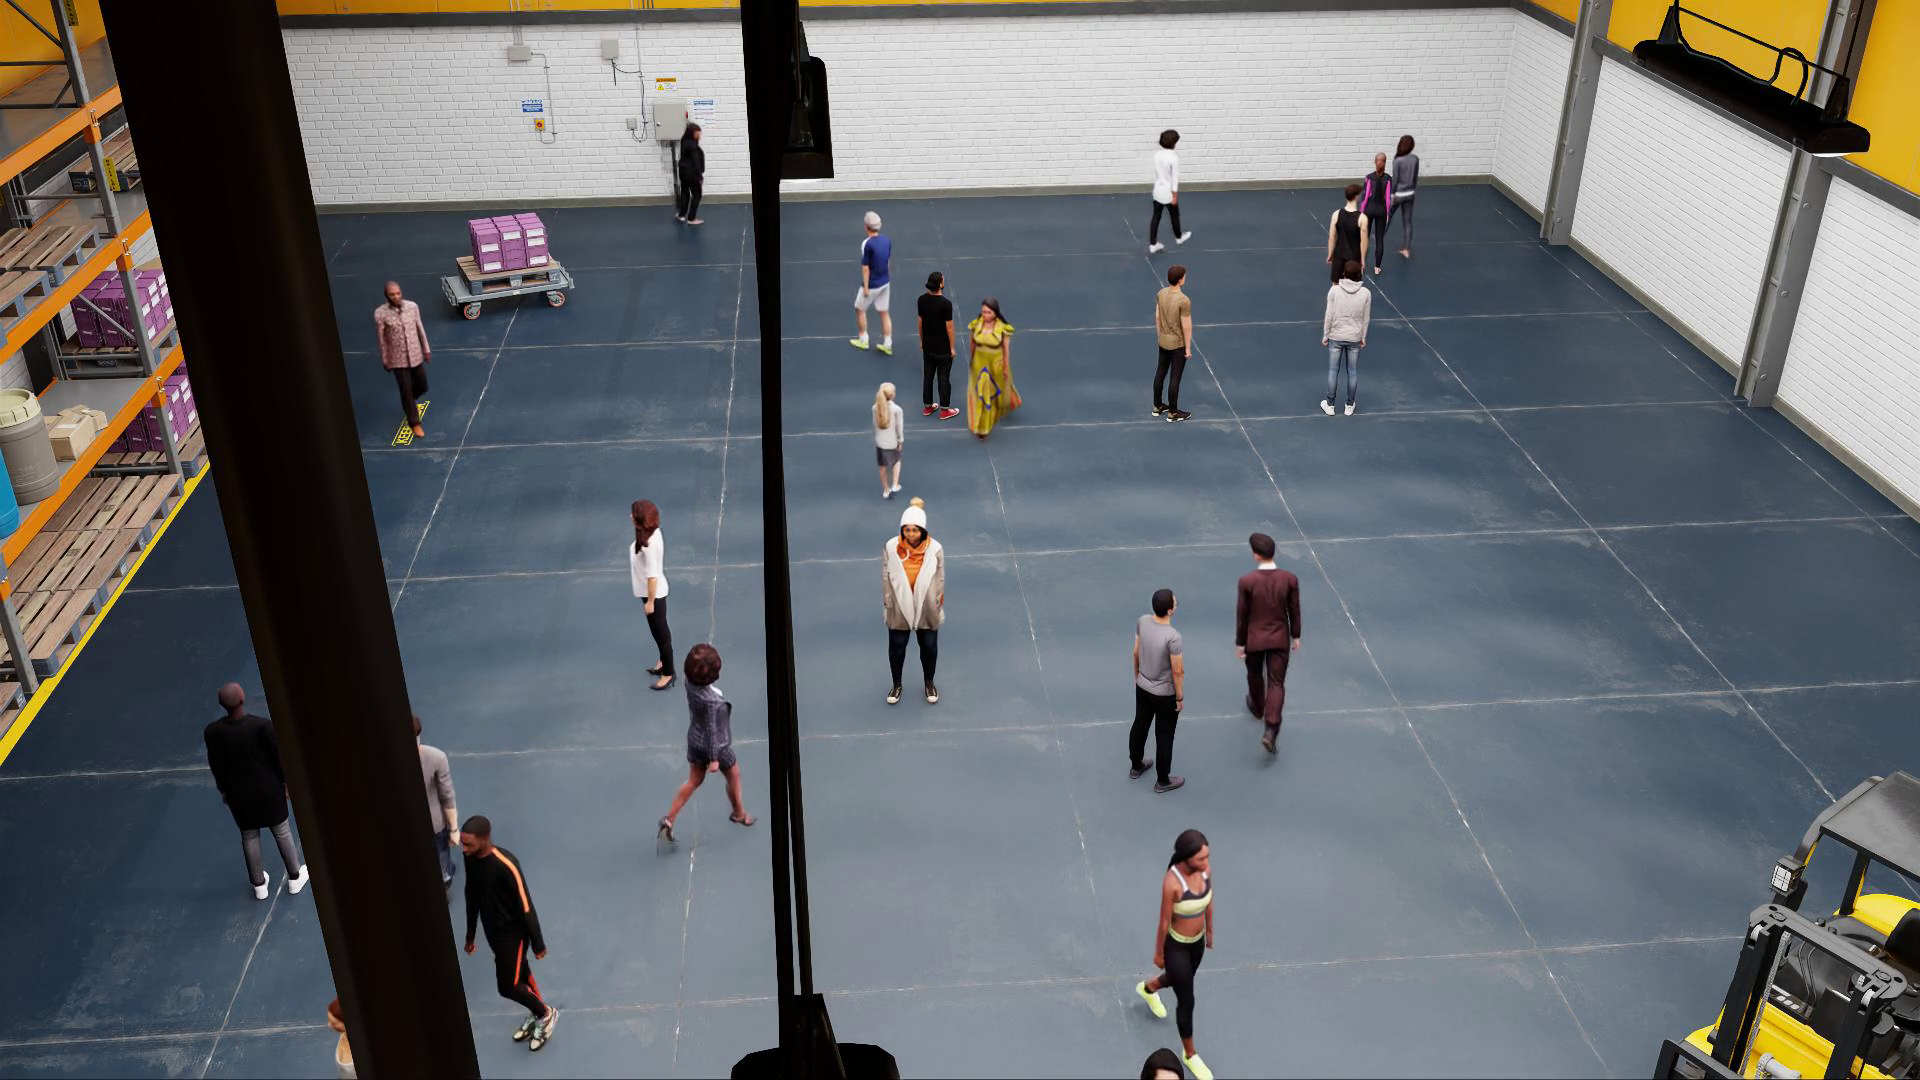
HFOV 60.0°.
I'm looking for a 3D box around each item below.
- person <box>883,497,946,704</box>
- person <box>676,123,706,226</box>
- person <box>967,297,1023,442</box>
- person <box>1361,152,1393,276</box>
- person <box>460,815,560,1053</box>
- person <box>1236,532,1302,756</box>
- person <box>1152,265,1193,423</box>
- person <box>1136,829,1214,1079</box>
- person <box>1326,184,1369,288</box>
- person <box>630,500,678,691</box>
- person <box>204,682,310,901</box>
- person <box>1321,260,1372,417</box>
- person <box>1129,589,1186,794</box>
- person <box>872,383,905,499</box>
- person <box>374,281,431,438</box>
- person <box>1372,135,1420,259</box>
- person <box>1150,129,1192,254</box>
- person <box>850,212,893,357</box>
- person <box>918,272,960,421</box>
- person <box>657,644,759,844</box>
[{"bbox_3d":[-0.384,0.507,14.007,0.695,1.888,0.679,0,29,0],"label":"person"},{"bbox_3d":[-4.177,-5.624,25.563,0.857,1.586,0.996,23,36,36],"label":"person"},{"bbox_3d":[0.362,-1.990,18.854,0.969,1.631,1.315,5,29,9],"label":"person"},{"bbox_3d":[5.871,-4.630,23.568,0.597,1.751,0.593,2,29,5],"label":"person"},{"bbox_3d":[-2.805,2.428,10.592,0.796,1.787,0.849,17,33,29],"label":"person"},{"bbox_3d":[2.485,0.841,13.447,0.824,1.838,1.219,4,29,7],"label":"person"},{"bbox_3d":[2.442,-2.279,19.153,0.812,1.852,0.704,-21,35,-33],"label":"person"},{"bbox_3d":[1.359,2.511,10.501,0.937,1.728,1.113,-21,35,-33],"label":"person"},{"bbox_3d":[5.053,-3.705,21.725,0.770,1.892,0.793,16,32,26],"label":"person"},{"bbox_3d":[-2.607,0.458,14.195,0.696,1.794,0.491,-6,29,-11],"label":"person"},{"bbox_3d":[-5.021,1.776,11.815,0.672,1.761,0.588,-6,29,-11],"label":"person"},{"bbox_3d":[4.457,-2.344,19.271,0.700,1.852,0.628,2,29,3],"label":"person"},{"bbox_3d":[1.540,1.148,12.973,0.762,1.754,0.671,-24,36,-36],"label":"person"},{"bbox_3d":[-0.775,-1.025,17.468,0.579,1.264,0.627,7,29,13],"label":"person"},{"bbox_3d":[-6.320,-2.095,18.885,1.015,1.784,1.148,-20,34,-32],"label":"person"},{"bbox_3d":[6.487,-4.973,24.227,0.782,1.721,1.114,-9,30,-15],"label":"person"},{"bbox_3d":[2.954,-5.083,24.369,1.088,1.779,1.069,-25,37,-38],"label":"person"},{"bbox_3d":[-0.998,-3.178,20.839,0.992,1.816,0.925,24,37,37],"label":"person"},{"bbox_3d":[-0.265,-2.253,19.204,0.728,1.758,0.766,17,33,28],"label":"person"},{"bbox_3d":[-1.950,1.559,12.311,1.006,1.666,1.076,-18,34,-30],"label":"person"}]
